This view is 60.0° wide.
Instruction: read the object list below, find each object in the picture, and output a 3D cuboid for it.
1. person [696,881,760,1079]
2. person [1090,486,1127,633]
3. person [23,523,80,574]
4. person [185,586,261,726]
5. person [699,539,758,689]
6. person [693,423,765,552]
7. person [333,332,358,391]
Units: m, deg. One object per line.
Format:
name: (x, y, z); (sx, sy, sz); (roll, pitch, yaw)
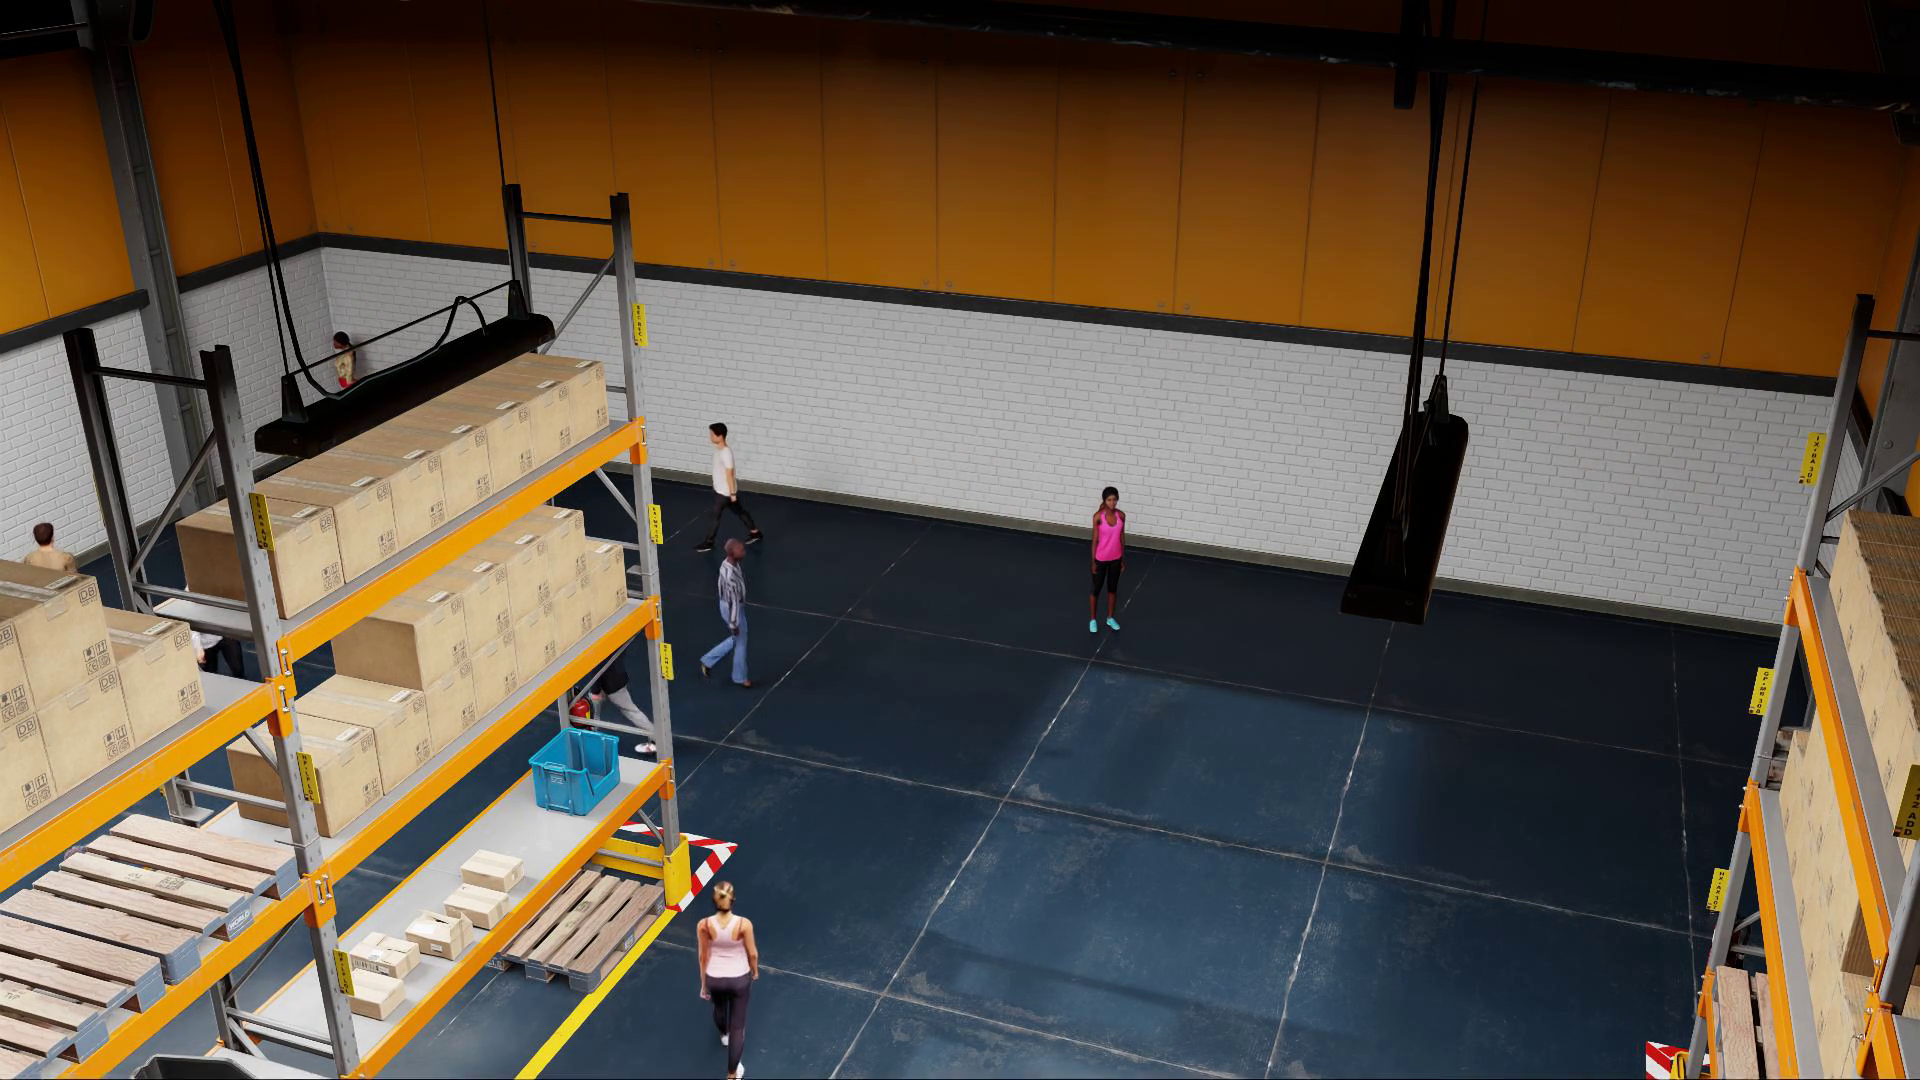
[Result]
person: (-1.673, 3.206, 11.898); (0.707, 1.613, 0.992); (3, 24, 7)
person: (1.649, 0.200, 18.638); (0.656, 1.722, 0.694); (-5, 24, -11)
person: (-9.386, 0.746, 17.286); (1.034, 1.804, 1.343); (-2, 24, -4)
person: (-7.523, 0.954, 16.694); (0.936, 1.897, 0.974); (-20, 31, -38)
person: (-2.436, 0.801, 17.209); (0.946, 1.766, 0.913); (-6, 24, -13)
person: (-2.823, -0.651, 20.645); (1.128, 1.673, 1.167); (-5, 24, -12)
person: (-8.751, -2.139, 23.899); (0.731, 1.795, 0.665); (-10, 25, -21)
